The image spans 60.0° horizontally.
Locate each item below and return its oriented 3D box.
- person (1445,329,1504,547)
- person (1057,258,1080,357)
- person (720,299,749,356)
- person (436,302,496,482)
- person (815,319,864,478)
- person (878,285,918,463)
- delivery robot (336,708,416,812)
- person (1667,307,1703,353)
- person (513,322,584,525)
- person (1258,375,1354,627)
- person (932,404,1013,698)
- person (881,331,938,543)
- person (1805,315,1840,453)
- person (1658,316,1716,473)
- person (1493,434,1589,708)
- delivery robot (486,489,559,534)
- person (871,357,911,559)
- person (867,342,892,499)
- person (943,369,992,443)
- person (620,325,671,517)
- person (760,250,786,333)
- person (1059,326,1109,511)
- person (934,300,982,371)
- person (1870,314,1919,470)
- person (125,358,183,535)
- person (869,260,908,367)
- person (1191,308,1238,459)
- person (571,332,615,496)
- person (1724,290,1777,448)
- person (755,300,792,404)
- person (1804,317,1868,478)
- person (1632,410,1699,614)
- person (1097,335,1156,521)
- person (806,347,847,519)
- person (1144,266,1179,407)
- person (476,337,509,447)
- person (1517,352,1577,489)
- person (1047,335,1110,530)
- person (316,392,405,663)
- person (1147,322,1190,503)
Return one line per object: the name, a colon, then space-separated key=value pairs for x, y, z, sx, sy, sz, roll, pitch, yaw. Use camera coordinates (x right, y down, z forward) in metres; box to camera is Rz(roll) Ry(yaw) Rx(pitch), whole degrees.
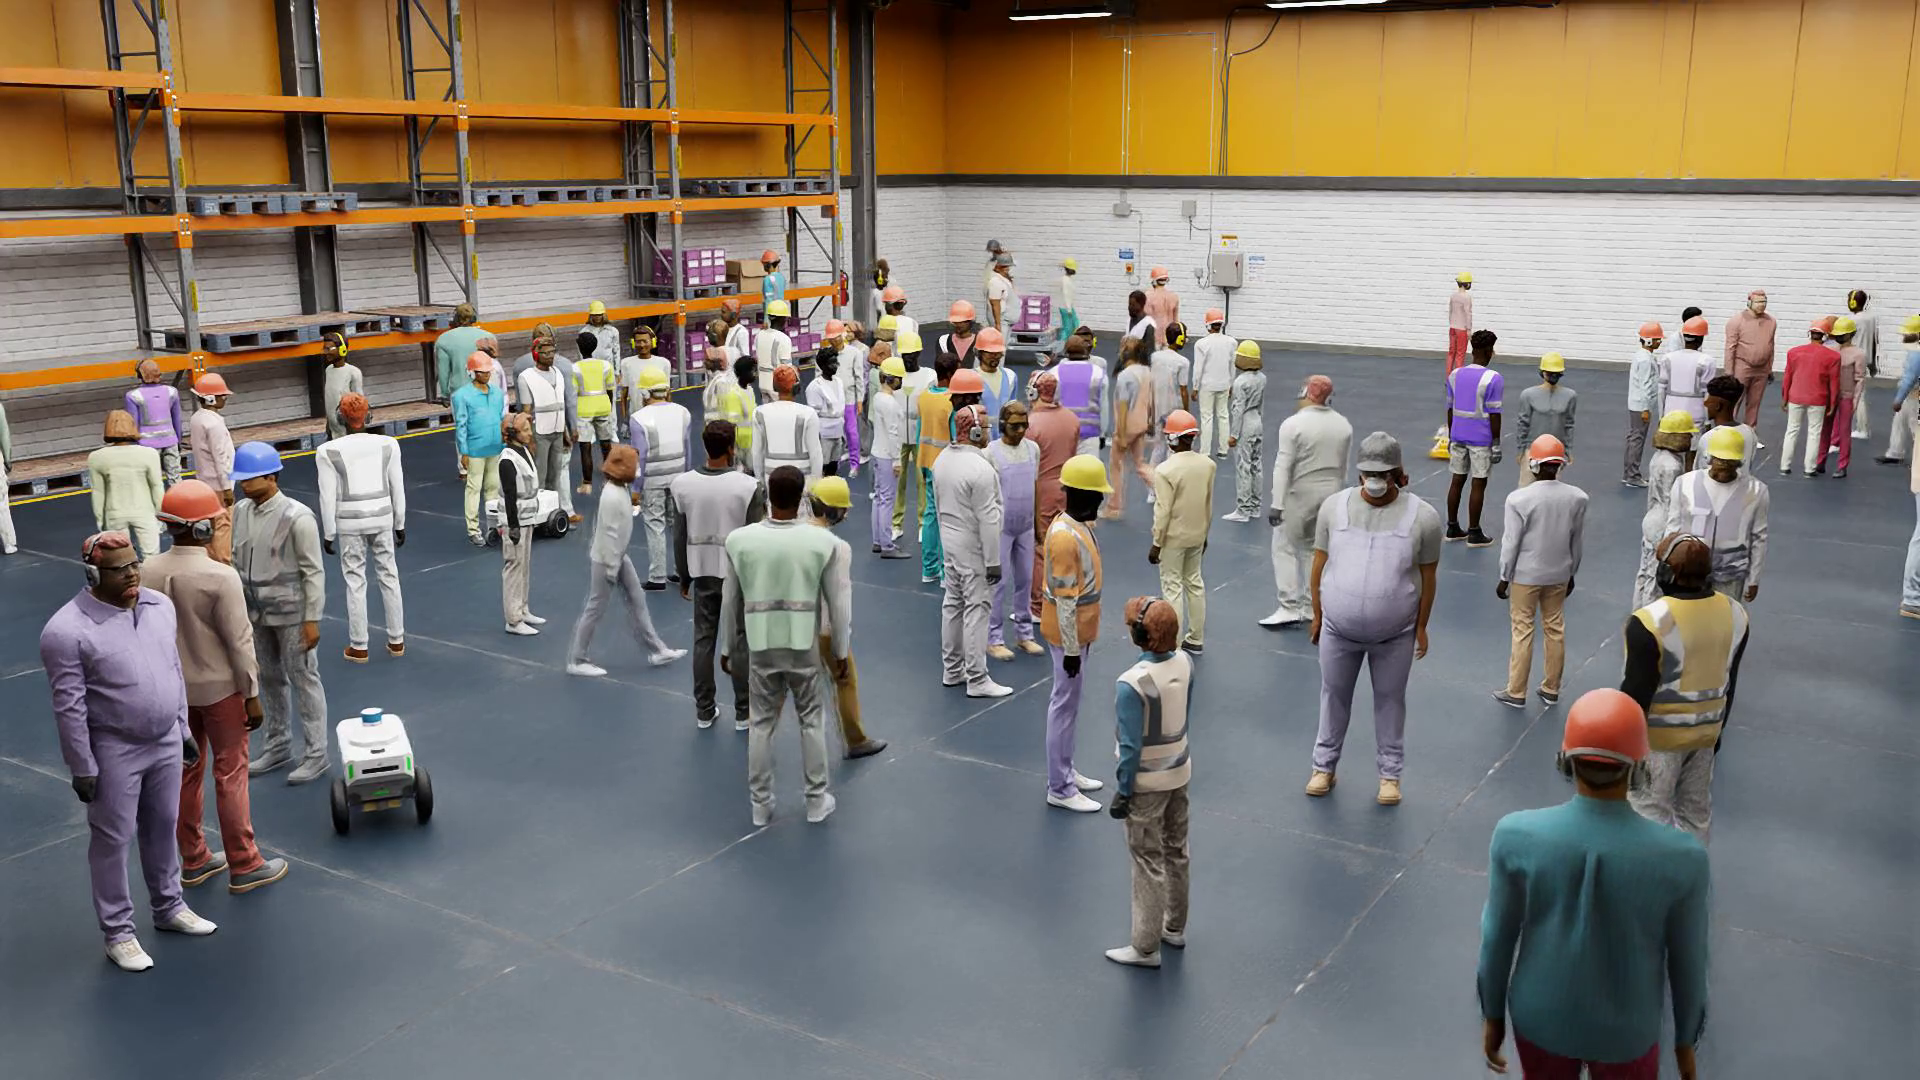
person: x=4.629 y=-0.918 z=14.976 sx=0.376 sy=1.958 sz=0.603 roll=-8 pitch=15 yaw=-30
person: x=1.946 y=-4.045 z=29.032 sx=0.542 sy=1.727 sz=0.580 roll=3 pitch=13 yaw=14
person: x=-2.576 y=-1.812 z=19.013 sx=0.354 sy=1.883 sz=0.572 roll=-6 pitch=14 yaw=-26
person: x=-5.280 y=-1.589 z=17.921 sx=0.633 sy=1.938 sz=0.356 roll=-4 pitch=13 yaw=-16
person: x=-1.325 y=-1.546 z=18.182 sx=0.576 sy=1.736 sz=0.355 roll=4 pitch=13 yaw=16
person: x=-0.743 y=-1.853 z=18.841 sx=0.375 sy=2.044 sz=0.607 roll=10 pitch=16 yaw=36
delivery robot: x=-3.134 y=1.142 z=8.901 sx=0.477 sy=0.478 sz=0.707 roll=-6 pitch=14 yaw=-23
person: x=8.808 y=-2.003 z=20.268 sx=0.538 sy=1.688 sz=0.322 roll=-6 pitch=14 yaw=-24
person: x=-3.889 y=-1.083 z=15.727 sx=0.627 sy=1.941 sz=0.371 roll=4 pitch=14 yaw=16
person: x=2.568 y=-0.291 z=12.471 sx=0.823 sy=1.862 sz=0.463 roll=-7 pitch=15 yaw=-28
person: x=0.086 y=0.071 z=10.794 sx=0.410 sy=1.909 sz=0.643 roll=-8 pitch=15 yaw=-30
person: x=-0.440 y=-0.929 z=15.083 sx=0.589 sy=1.928 sz=0.384 roll=3 pitch=13 yaw=11
person: x=10.327 y=-1.852 z=19.759 sx=0.305 sy=1.623 sz=0.500 roll=-1 pitch=13 yaw=-3
person: x=7.138 y=-1.227 z=16.354 sx=0.361 sy=1.938 sz=0.546 roll=-13 pitch=18 yaw=-43
person: x=3.672 y=0.198 z=10.577 sx=0.564 sy=1.751 sz=0.330 roll=-3 pitch=13 yaw=-13
delivery robot: x=-3.981 y=-0.295 z=15.134 sx=0.477 sy=0.478 sz=0.707 roll=6 pitch=14 yaw=24
person: x=-0.608 y=-0.718 z=14.539 sx=0.327 sy=1.760 sz=0.524 roll=-4 pitch=14 yaw=-16
person: x=-0.788 y=-1.187 z=16.848 sx=0.285 sy=1.633 sz=0.498 roll=-4 pitch=14 yaw=-17
person: x=0.055 y=-0.305 z=12.354 sx=0.364 sy=1.935 sz=0.553 roll=-1 pitch=13 yaw=-5
person: x=-3.057 y=-1.158 z=16.204 sx=0.508 sy=1.872 sz=0.329 roll=-2 pitch=13 yaw=-9
person: x=-2.930 y=-3.480 z=25.895 sx=0.374 sy=2.043 sz=0.611 roll=4 pitch=14 yaw=16
person: x=1.195 y=-1.159 z=16.208 sx=0.532 sy=1.869 sz=0.311 roll=-3 pitch=13 yaw=-14
person: x=0.033 y=-1.427 z=16.996 sx=0.611 sy=2.040 sz=0.393 roll=2 pitch=13 yaw=10
person: x=10.561 y=-1.637 z=18.497 sx=0.727 sy=1.771 sz=0.663 roll=9 pitch=16 yaw=33
person: x=-7.457 y=-0.867 z=15.444 sx=0.308 sy=1.641 sz=0.517 roll=9 pitch=16 yaw=34
person: x=-1.207 y=-3.749 z=27.628 sx=0.548 sy=1.777 sz=1.011 roll=8 pitch=15 yaw=32
person: x=2.918 y=-1.792 z=19.207 sx=0.561 sy=1.752 sz=0.327 roll=-6 pitch=14 yaw=-23
person: x=-3.815 y=-1.304 z=17.211 sx=0.530 sy=1.697 sz=0.321 roll=-9 pitch=16 yaw=-34
person: x=9.481 y=-2.040 z=19.948 sx=0.651 sy=1.907 sz=0.409 roll=-2 pitch=13 yaw=-10
person: x=-2.022 y=-1.680 z=18.366 sx=0.397 sy=1.920 sz=0.586 roll=-12 pitch=17 yaw=-41
person: x=9.599 y=-1.560 z=18.196 sx=0.327 sy=1.760 sz=0.523 roll=-8 pitch=15 yaw=-30
person: x=4.947 y=-0.047 z=11.660 sx=0.300 sy=1.745 sz=0.483 roll=2 pitch=13 yaw=9
person: x=1.682 y=-1.039 z=15.817 sx=0.806 sy=1.819 sz=0.515 roll=11 pitch=17 yaw=39
person: x=-1.265 y=-1.002 z=15.903 sx=0.317 sy=1.695 sz=0.540 roll=7 pitch=15 yaw=27
person: x=2.728 y=-2.765 z=22.898 sx=0.625 sy=1.992 sz=0.389 roll=-8 pitch=15 yaw=-32
person: x=-4.843 y=-1.292 z=17.304 sx=0.311 sy=1.634 sz=0.518 roll=-4 pitch=14 yaw=-17
person: x=5.246 y=-0.807 z=14.908 sx=0.526 sy=1.769 sz=0.328 roll=0 pitch=13 yaw=-1
person: x=1.086 y=-1.003 z=15.629 sx=0.632 sy=1.831 sz=0.429 roll=2 pitch=13 yaw=9
person: x=-4.127 y=-0.084 z=11.519 sx=0.574 sy=1.882 sz=0.356 roll=-9 pitch=16 yaw=-34
person: x=2.103 y=-1.254 z=16.667 sx=0.334 sy=1.856 sz=0.527 roll=-11 pitch=17 yaw=-40
